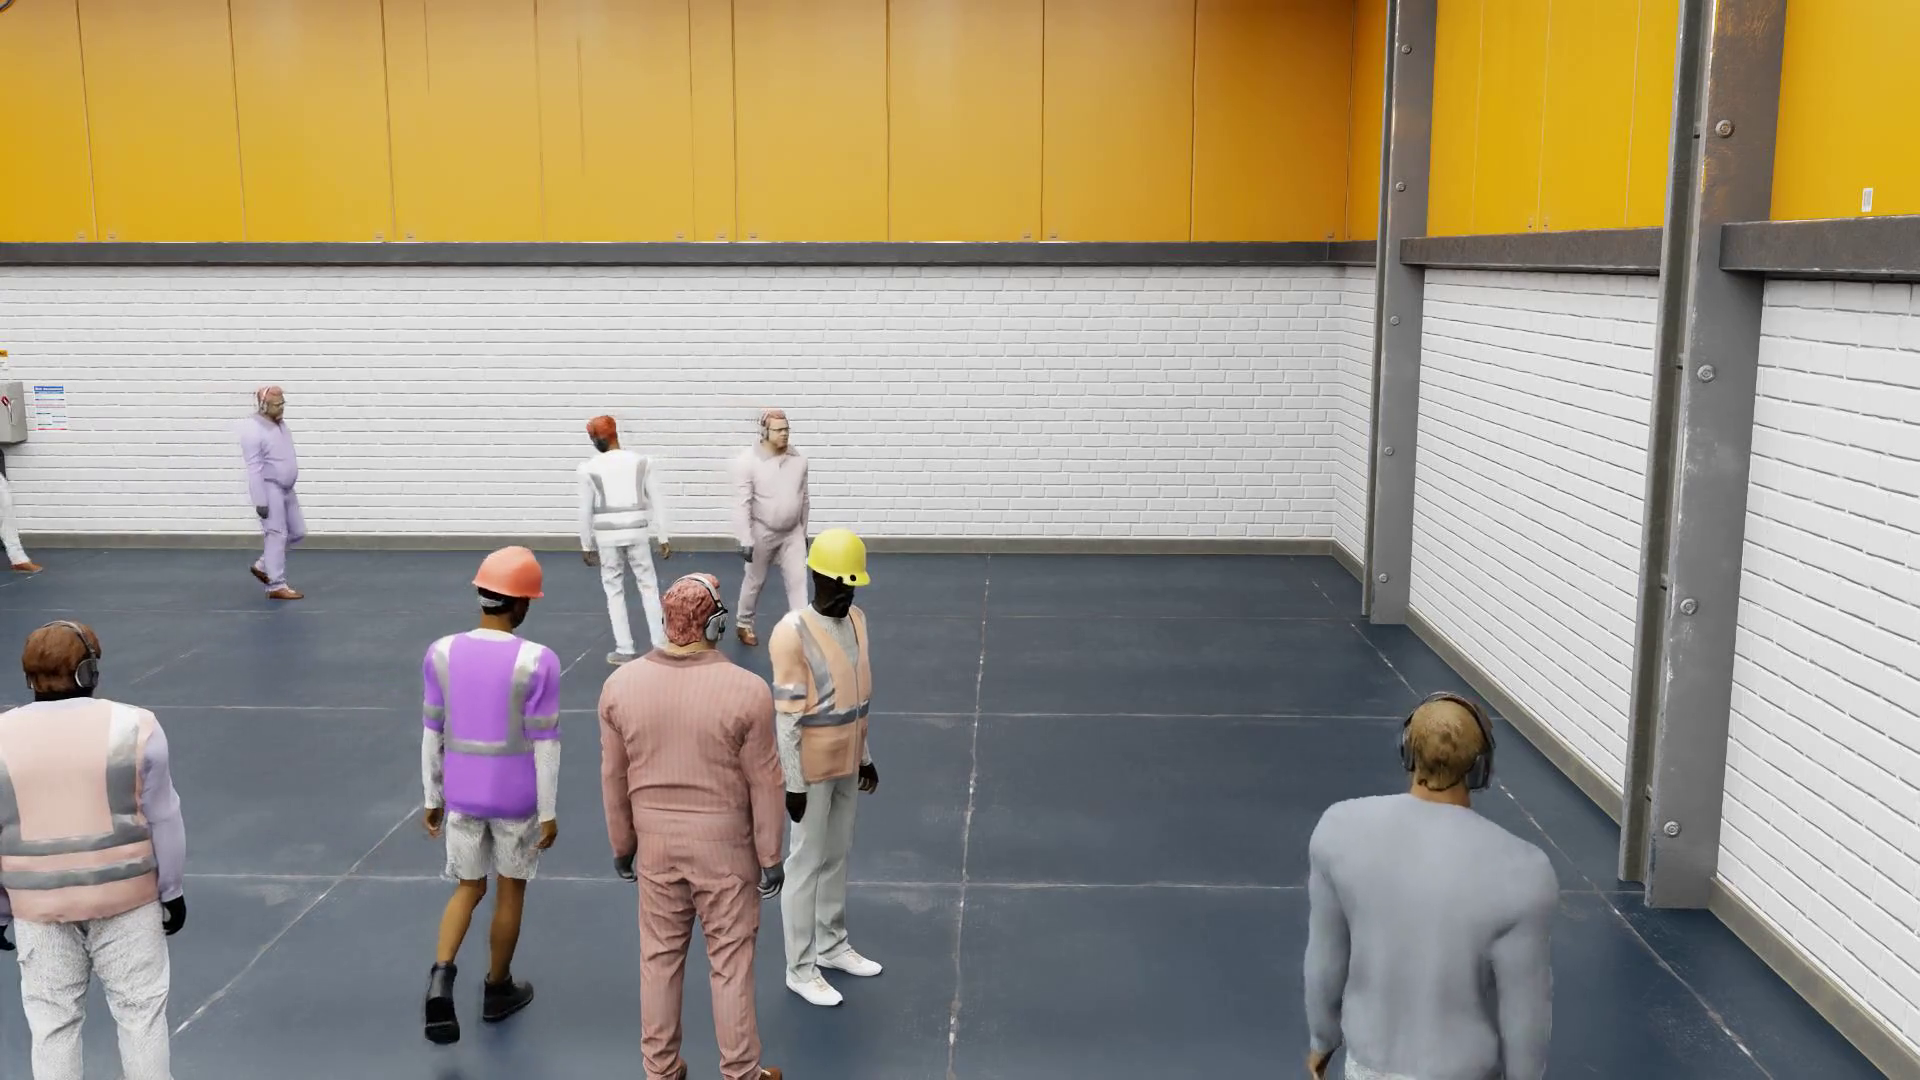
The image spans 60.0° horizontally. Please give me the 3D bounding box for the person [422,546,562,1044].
[{"bbox_3d":[-1.794,0.987,6.273,0.562,1.901,0.673,1,10,9],"label":"person"}]

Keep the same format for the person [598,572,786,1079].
[{"bbox_3d":[-0.913,1.058,5.837,0.655,1.906,0.407,2,10,13],"label":"person"}]

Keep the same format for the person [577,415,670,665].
[{"bbox_3d":[-2.427,0.010,12.149,0.691,1.847,0.437,-4,10,-20],"label":"person"}]

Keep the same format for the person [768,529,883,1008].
[{"bbox_3d":[-0.522,0.898,6.742,0.381,1.918,0.584,5,11,28],"label":"person"}]

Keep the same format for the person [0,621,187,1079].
[{"bbox_3d":[-2.838,1.167,5.407,0.619,1.839,0.430,-3,10,-17],"label":"person"}]

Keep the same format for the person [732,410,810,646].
[{"bbox_3d":[-1.415,-0.061,12.562,0.669,1.859,1.008,-6,12,-33],"label":"person"}]

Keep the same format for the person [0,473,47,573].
[{"bbox_3d":[-9.233,-0.595,15.572,1.010,1.898,0.647,-1,10,-4],"label":"person"}]

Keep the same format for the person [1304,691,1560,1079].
[{"bbox_3d":[1.148,1.331,4.181,0.639,1.928,0.526,7,12,35],"label":"person"}]

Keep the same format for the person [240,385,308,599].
[{"bbox_3d":[-5.969,-0.407,14.473,0.449,1.885,0.661,0,10,2],"label":"person"}]
